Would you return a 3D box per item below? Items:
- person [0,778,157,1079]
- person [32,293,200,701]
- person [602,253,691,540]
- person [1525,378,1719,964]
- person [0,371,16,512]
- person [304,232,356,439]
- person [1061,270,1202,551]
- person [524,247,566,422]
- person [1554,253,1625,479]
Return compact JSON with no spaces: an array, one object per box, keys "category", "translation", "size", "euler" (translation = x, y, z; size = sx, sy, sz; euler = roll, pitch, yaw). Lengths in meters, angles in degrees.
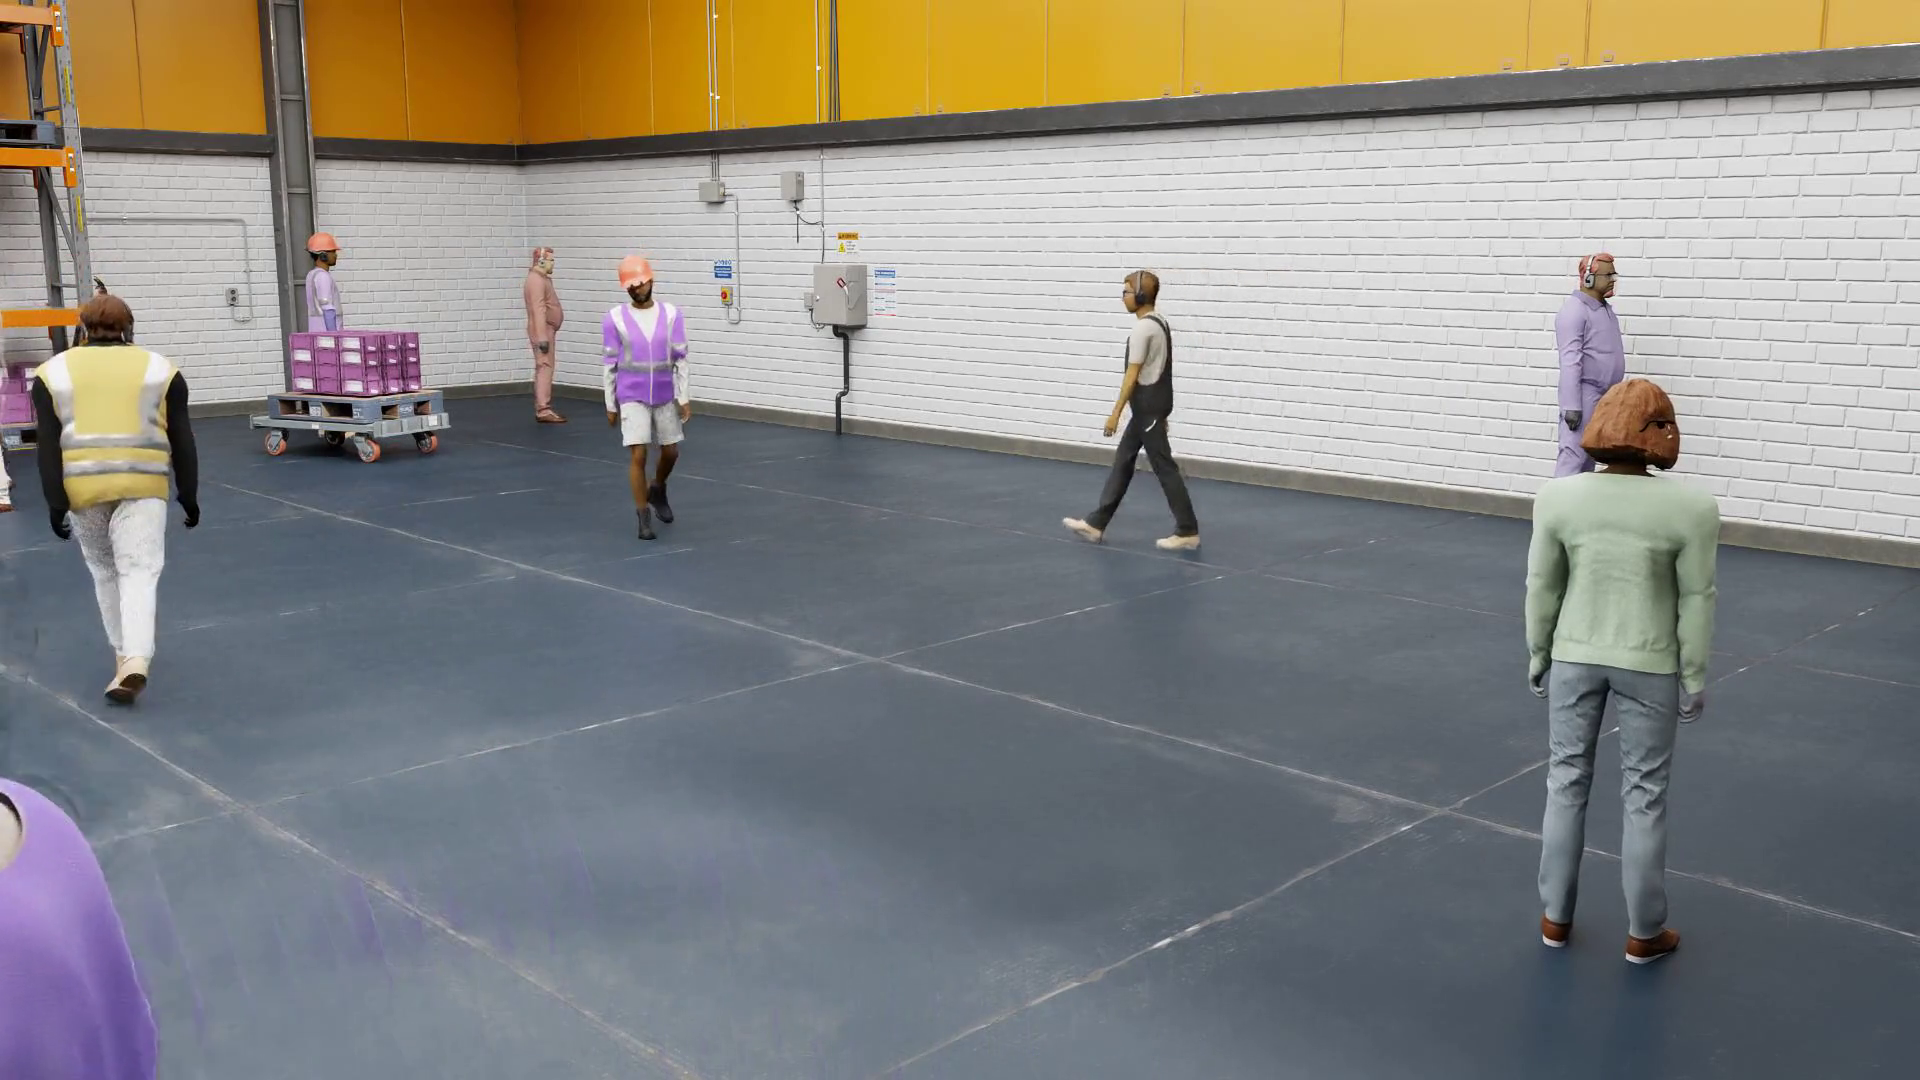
[{"category":"person","translation":[-0.860,0.854,1.550],"size":[0.955,1.810,0.578],"euler":[-3,11,-16]},{"category":"person","translation":[-3.732,-0.198,7.392],"size":[0.633,1.781,0.967],"euler":[-4,11,-21]},{"category":"person","translation":[-2.137,-0.971,11.221],"size":[0.560,1.907,0.714],"euler":[-5,11,-24]},{"category":"person","translation":[1.835,0.365,4.665],"size":[0.501,1.631,0.286],"euler":[7,13,34]},{"category":"person","translation":[-7.191,-1.118,12.068],"size":[0.436,1.892,0.653],"euler":[-7,13,-34]},{"category":"person","translation":[-6.279,-2.021,16.547],"size":[0.364,2.048,0.608],"euler":[-7,12,-32]},{"category":"person","translation":[1.140,-0.826,10.713],"size":[0.960,1.793,0.533],"euler":[3,11,16]},{"category":"person","translation":[-4.501,-2.220,18.062],"size":[0.395,1.898,0.655],"euler":[-3,11,-14]},{"category":"person","translation":[4.104,-0.905,10.844],"size":[0.410,1.909,0.643],"euler":[8,13,38]}]
